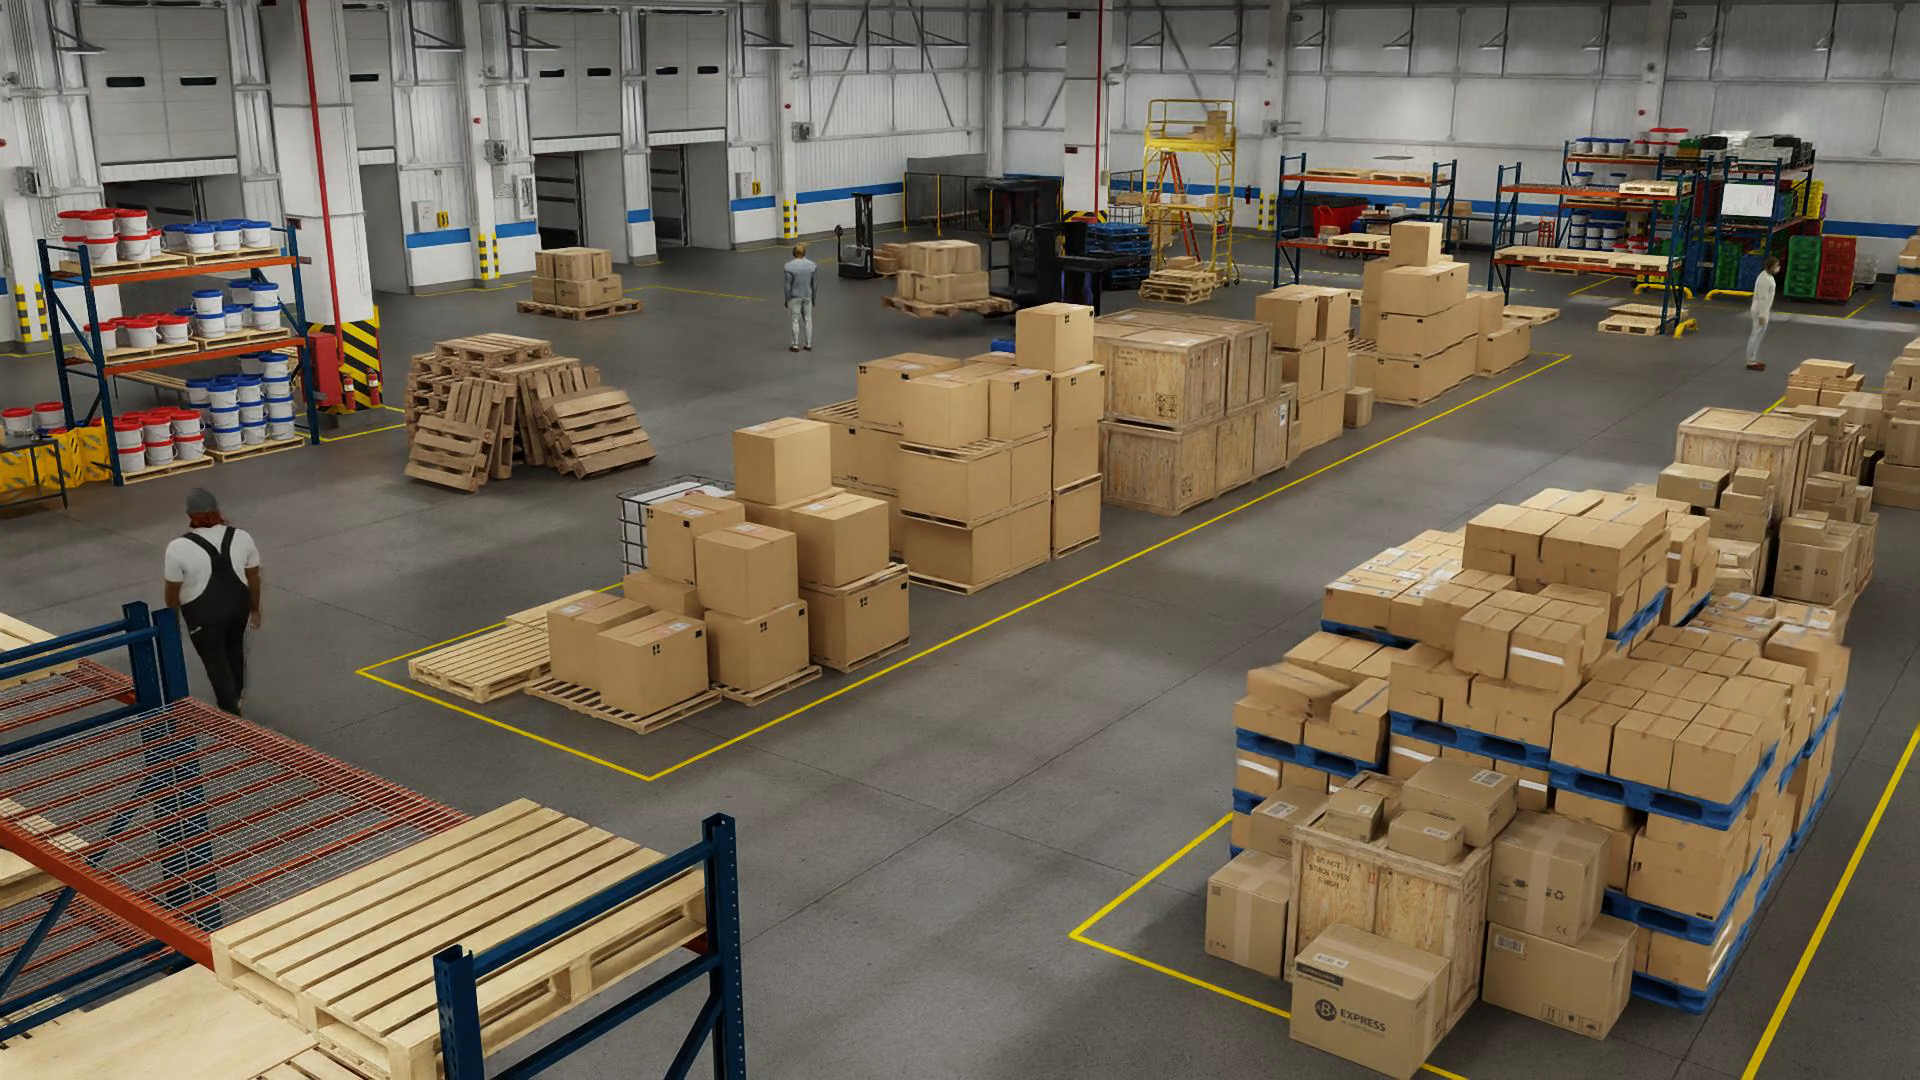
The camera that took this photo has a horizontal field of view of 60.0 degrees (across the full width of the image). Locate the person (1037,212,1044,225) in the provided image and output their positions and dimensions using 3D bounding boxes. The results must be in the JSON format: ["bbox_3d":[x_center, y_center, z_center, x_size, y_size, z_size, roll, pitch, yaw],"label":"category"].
[{"bbox_3d":[1.815,-6.565,37.547,0.536,1.688,0.421,0,17,0],"label":"person"}]

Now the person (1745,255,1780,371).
[{"bbox_3d":[13.544,-3.835,28.079,0.354,1.936,0.635,8,19,26],"label":"person"}]

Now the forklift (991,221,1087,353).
[{"bbox_3d":[1.462,-3.273,24.612,1.873,2.768,1.129,12,21,35],"label":"forklift"}]

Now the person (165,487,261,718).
[{"bbox_3d":[-6.101,0.519,13.485,0.942,2.000,0.692,14,22,39],"label":"person"}]

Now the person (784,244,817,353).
[{"bbox_3d":[-2.845,-4.309,29.667,0.636,1.931,0.377,-9,19,-29],"label":"person"}]

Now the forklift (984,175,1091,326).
[{"bbox_3d":[1.573,-5.748,32.807,1.873,2.768,1.129,-9,19,-28],"label":"forklift"}]

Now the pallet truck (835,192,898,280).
[{"bbox_3d":[-1.936,-7.159,38.982,1.885,1.965,0.823,-12,21,-34],"label":"pallet truck"}]
